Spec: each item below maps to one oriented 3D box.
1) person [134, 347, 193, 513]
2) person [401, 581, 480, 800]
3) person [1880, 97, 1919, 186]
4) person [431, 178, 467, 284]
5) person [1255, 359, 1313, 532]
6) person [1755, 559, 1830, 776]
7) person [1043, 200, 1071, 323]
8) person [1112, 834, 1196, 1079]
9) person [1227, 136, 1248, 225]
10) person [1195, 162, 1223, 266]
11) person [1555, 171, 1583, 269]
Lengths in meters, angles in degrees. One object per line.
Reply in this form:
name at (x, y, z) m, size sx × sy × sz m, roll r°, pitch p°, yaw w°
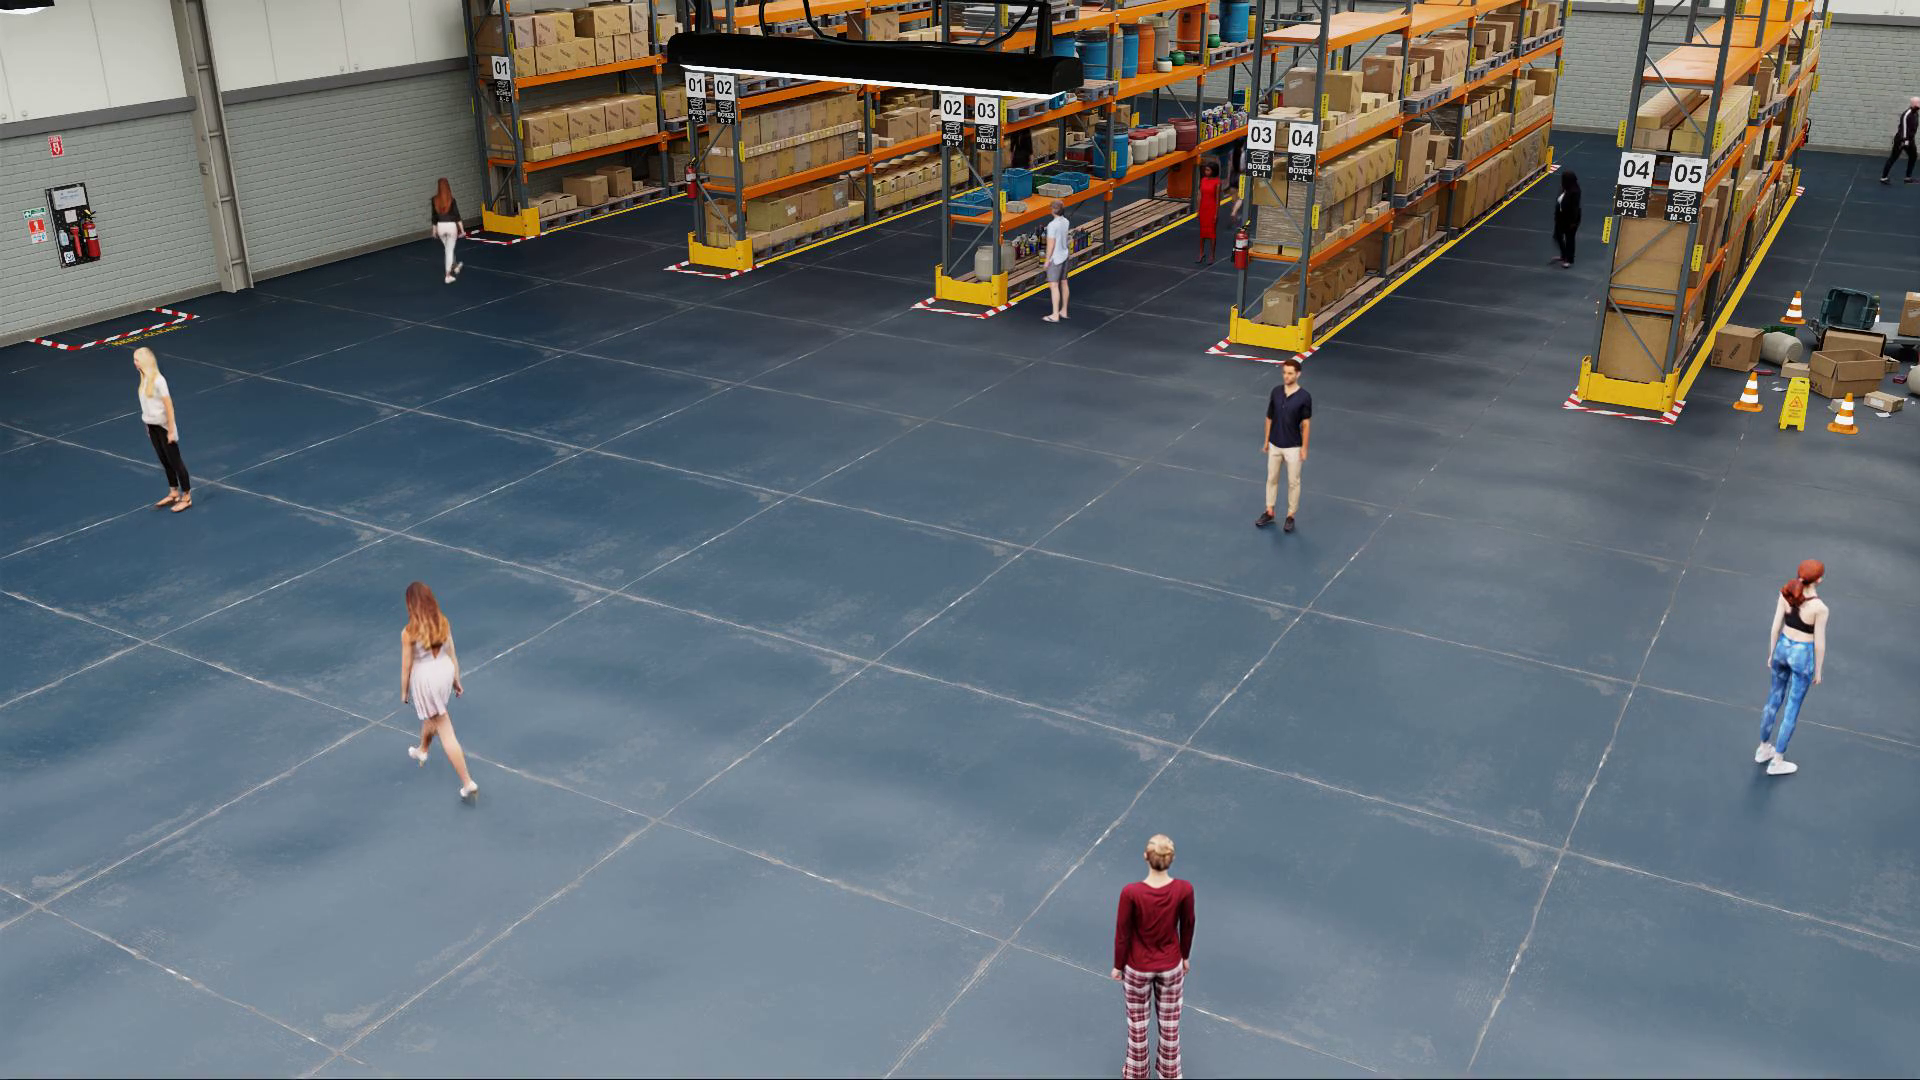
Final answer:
person at (-8.634, -1.213, 18.014) m, size 0.630 × 1.824 × 0.556 m, roll 16°, pitch 28°, yaw 33°
person at (-3.906, 1.189, 12.509) m, size 0.782 × 1.713 × 1.129 m, roll 19°, pitch 30°, yaw 38°
person at (19.639, -8.336, 34.782) m, size 0.972 × 1.810 × 0.937 m, roll -15°, pitch 27°, yaw -32°
person at (-8.415, -5.024, 27.176) m, size 0.852 × 1.669 × 1.158 m, roll 4°, pitch 23°, yaw 9°
person at (3.440, -1.016, 17.508) m, size 0.644 × 1.859 × 0.541 m, roll 15°, pitch 27°, yaw 31°
person at (6.466, 0.975, 12.917) m, size 0.763 × 1.787 × 0.707 m, roll -13°, pitch 26°, yaw -28°
person at (1.485, -4.225, 25.090) m, size 0.742 × 1.830 × 0.539 m, roll 17°, pitch 28°, yaw 35°
person at (1.117, 2.427, 9.615) m, size 0.687 × 1.699 × 0.715 m, roll -3°, pitch 23°, yaw -8°
person at (5.207, -6.741, 31.259) m, size 0.618 × 1.632 × 0.925 m, roll 14°, pitch 27°, yaw 29°
person at (4.259, -5.591, 28.411) m, size 0.605 × 1.745 × 0.556 m, roll 19°, pitch 29°, yaw 37°
person at (10.371, -5.456, 28.296) m, size 0.894 × 1.587 × 0.819 m, roll -11°, pitch 25°, yaw -24°
